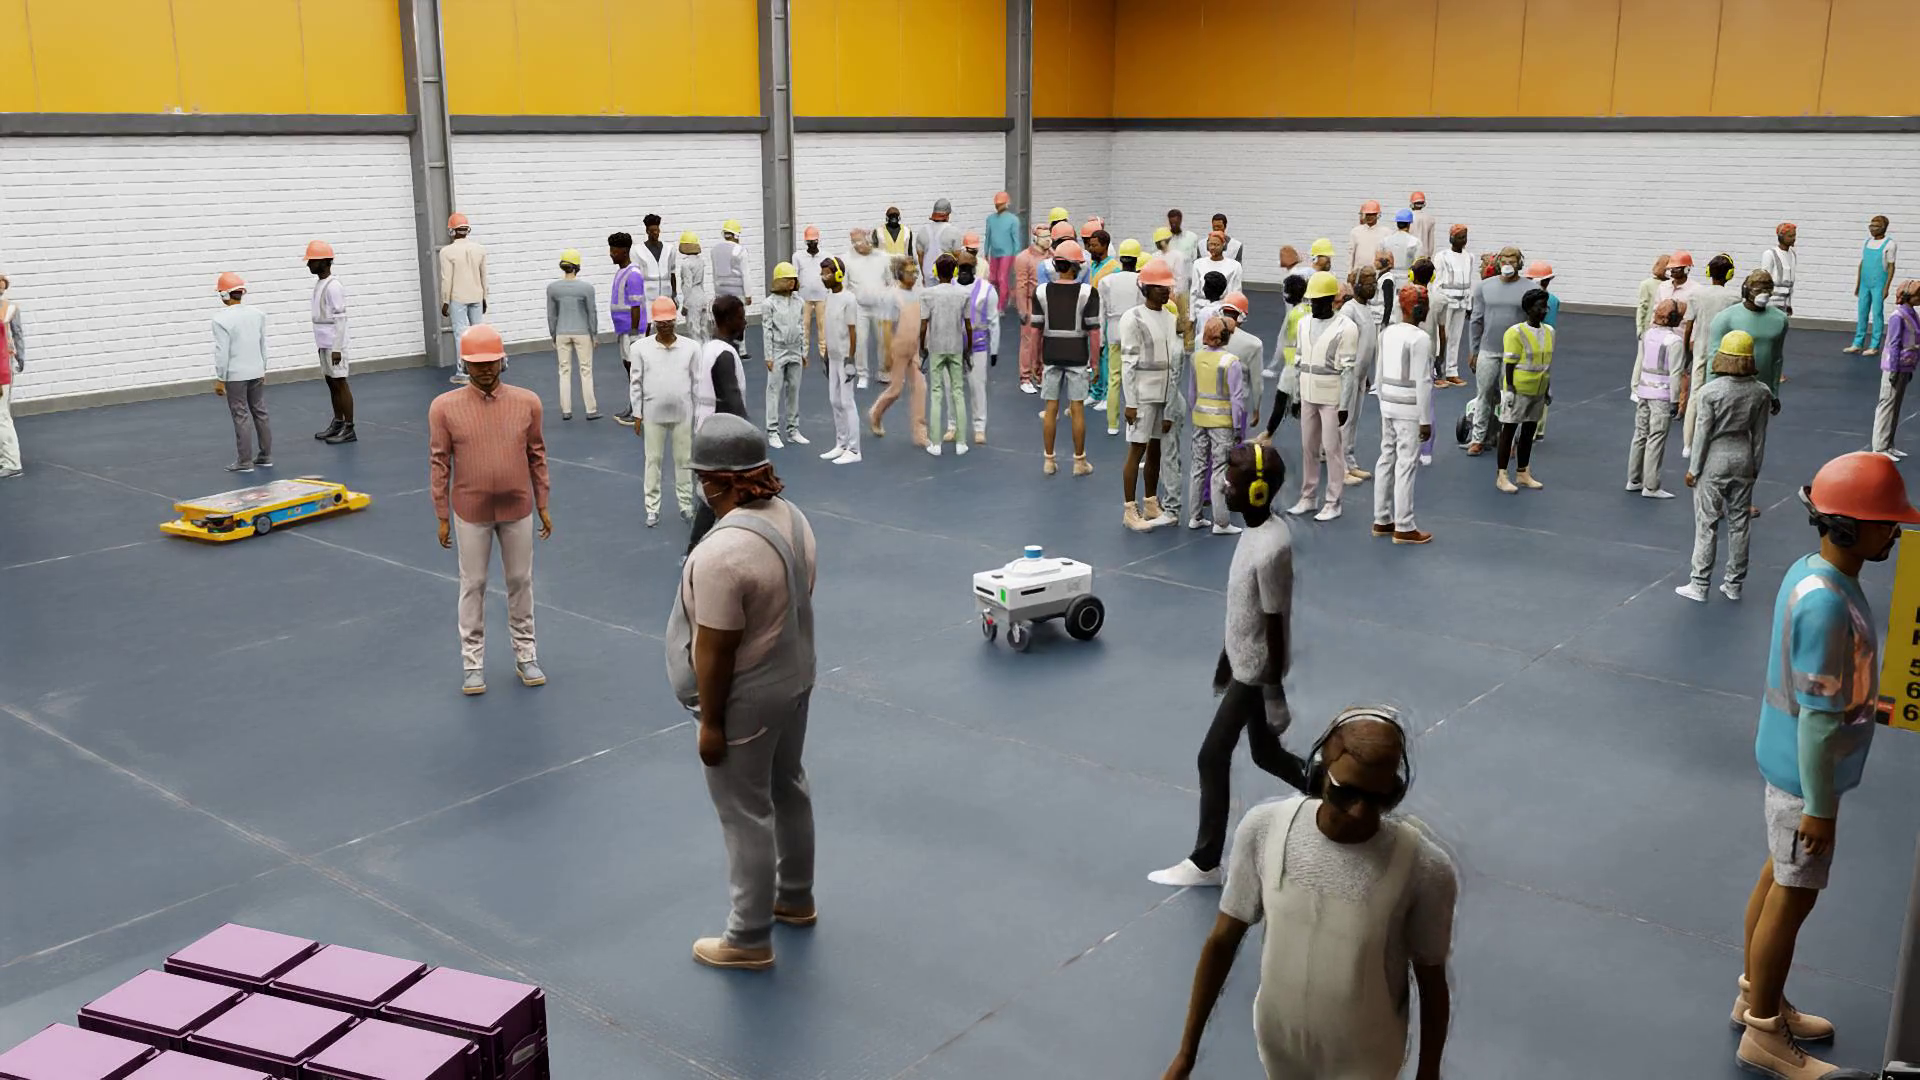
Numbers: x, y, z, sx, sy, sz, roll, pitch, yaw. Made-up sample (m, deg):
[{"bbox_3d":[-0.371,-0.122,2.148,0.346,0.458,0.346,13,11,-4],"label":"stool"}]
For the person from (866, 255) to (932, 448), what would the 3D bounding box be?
[{"bbox_3d":[-0.566,-1.802,15.842,0.515,1.819,0.806,-13,19,-42],"label":"person"}]

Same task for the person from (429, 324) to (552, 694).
[{"bbox_3d":[-2.504,-0.166,8.929,0.625,1.992,0.389,-7,16,-25],"label":"person"}]

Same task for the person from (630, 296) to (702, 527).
[{"bbox_3d":[-2.221,-0.976,12.654,0.561,1.752,0.327,-4,15,-16],"label":"person"}]

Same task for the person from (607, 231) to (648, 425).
[{"bbox_3d":[-3.386,-2.164,16.992,0.376,1.958,0.603,-6,15,-23],"label":"person"}]

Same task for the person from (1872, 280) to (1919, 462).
[{"bbox_3d":[8.552,-1.543,15.153,0.308,1.641,0.517,12,19,40],"label":"person"}]

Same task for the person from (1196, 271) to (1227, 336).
[{"bbox_3d":[2.350,-1.641,15.429,0.317,1.695,0.540,10,17,34],"label":"person"}]

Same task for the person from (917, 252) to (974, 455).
[{"bbox_3d":[-0.133,-1.717,15.384,0.532,1.869,0.311,-2,14,-7],"label":"person"}]

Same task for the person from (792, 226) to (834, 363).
[{"bbox_3d":[-1.876,-3.132,21.269,0.564,1.751,0.330,-2,14,-6],"label":"person"}]

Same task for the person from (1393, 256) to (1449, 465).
[{"bbox_3d":[4.087,-1.591,14.878,0.508,1.872,0.329,-1,14,-2],"label":"person"}]

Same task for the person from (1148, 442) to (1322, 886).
[{"bbox_3d":[1.239,0.518,6.544,0.864,1.847,0.507,3,14,10],"label":"person"}]

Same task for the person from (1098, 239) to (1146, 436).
[{"bbox_3d":[1.631,-1.973,16.285,0.589,1.928,0.384,5,15,18],"label":"person"}]

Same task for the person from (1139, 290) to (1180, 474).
[{"bbox_3d":[1.757,-1.393,14.567,0.285,1.633,0.498,-3,14,-10],"label":"person"}]

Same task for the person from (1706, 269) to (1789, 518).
[{"bbox_3d":[6.074,-1.131,12.899,0.633,1.938,0.356,-2,14,-9],"label":"person"}]

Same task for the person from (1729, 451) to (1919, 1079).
[{"bbox_3d":[2.730,0.723,5.280,0.374,2.043,0.611,6,15,23],"label":"person"}]

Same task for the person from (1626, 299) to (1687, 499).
[{"bbox_3d":[5.723,-1.158,13.631,0.311,1.634,0.518,-2,14,-10],"label":"person"}]

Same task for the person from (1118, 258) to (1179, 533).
[{"bbox_3d":[1.454,-1.086,12.511,0.375,2.044,0.607,13,19,43],"label":"person"}]

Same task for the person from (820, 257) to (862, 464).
[{"bbox_3d":[-1.092,-1.622,15.043,0.334,1.856,0.527,-9,17,-33],"label":"person"}]

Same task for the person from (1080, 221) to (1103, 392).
[{"bbox_3d":[1.486,-2.667,19.039,0.364,1.935,0.553,0,14,2],"label":"person"}]

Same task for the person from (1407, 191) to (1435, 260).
[{"bbox_3d":[7.103,-4.438,26.000,0.622,1.994,0.381,-4,15,-15],"label":"person"}]

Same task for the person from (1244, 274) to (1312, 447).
[{"bbox_3d":[3.163,-1.671,15.644,0.790,1.652,0.559,6,15,24],"label":"person"}]

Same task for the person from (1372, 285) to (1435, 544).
[{"bbox_3d":[3.253,-0.917,12.157,0.354,1.883,0.572,-5,15,-19],"label":"person"}]

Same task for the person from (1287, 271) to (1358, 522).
[{"bbox_3d":[2.785,-1.109,12.855,0.397,1.920,0.586,-10,17,-34],"label":"person"}]

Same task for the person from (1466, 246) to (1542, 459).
[{"bbox_3d":[4.972,-1.715,15.233,0.627,1.941,0.371,6,15,23],"label":"person"}]

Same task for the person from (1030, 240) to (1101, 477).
[{"bbox_3d":[0.918,-1.565,14.426,0.611,2.040,0.393,4,15,17],"label":"person"}]

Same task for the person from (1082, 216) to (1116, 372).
[{"bbox_3d":[1.653,-3.039,20.591,0.410,1.909,0.643,-6,15,-23],"label":"person"}]

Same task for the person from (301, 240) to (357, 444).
[{"bbox_3d":[-6.049,-1.890,15.936,0.361,1.938,0.546,-11,18,-37],"label":"person"}]

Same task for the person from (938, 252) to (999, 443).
[{"bbox_3d":[0.049,-1.837,15.953,0.632,1.831,0.429,4,15,16],"label":"person"}]

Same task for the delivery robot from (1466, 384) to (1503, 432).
[{"bbox_3d":[5.157,-1.278,16.103,0.477,0.478,0.707,9,16,31],"label":"delivery robot"}]

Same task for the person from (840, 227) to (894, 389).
[{"bbox_3d":[-1.021,-2.677,19.243,0.823,1.862,0.463,-6,15,-21],"label":"person"}]

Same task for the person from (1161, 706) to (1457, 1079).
[{"bbox_3d":[0.805,1.216,3.832,0.548,1.777,1.011,11,18,38],"label":"person"}]

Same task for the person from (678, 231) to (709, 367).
[{"bbox_3d":[-3.278,-2.898,20.355,0.300,1.745,0.483,4,15,16],"label":"person"}]

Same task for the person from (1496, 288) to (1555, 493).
[{"bbox_3d":[4.714,-1.242,13.831,0.530,1.697,0.321,-7,16,-27],"label":"person"}]

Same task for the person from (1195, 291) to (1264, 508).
[{"bbox_3d":[2.119,-1.093,13.162,0.576,1.736,0.355,6,15,22],"label":"person"}]

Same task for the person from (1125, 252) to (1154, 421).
[{"bbox_3d":[1.869,-2.025,16.841,0.327,1.760,0.524,-2,14,-9],"label":"person"}]

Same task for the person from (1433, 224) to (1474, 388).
[{"bbox_3d":[5.743,-2.722,19.374,0.574,1.882,0.356,-7,16,-27],"label":"person"}]

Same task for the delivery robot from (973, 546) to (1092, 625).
[{"bbox_3d":[0.432,0.277,9.889,0.707,0.478,0.477,-10,17,-33],"label":"delivery robot"}]

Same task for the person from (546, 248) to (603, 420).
[{"bbox_3d":[-3.987,-2.114,17.176,0.526,1.769,0.328,1,14,6],"label":"person"}]
